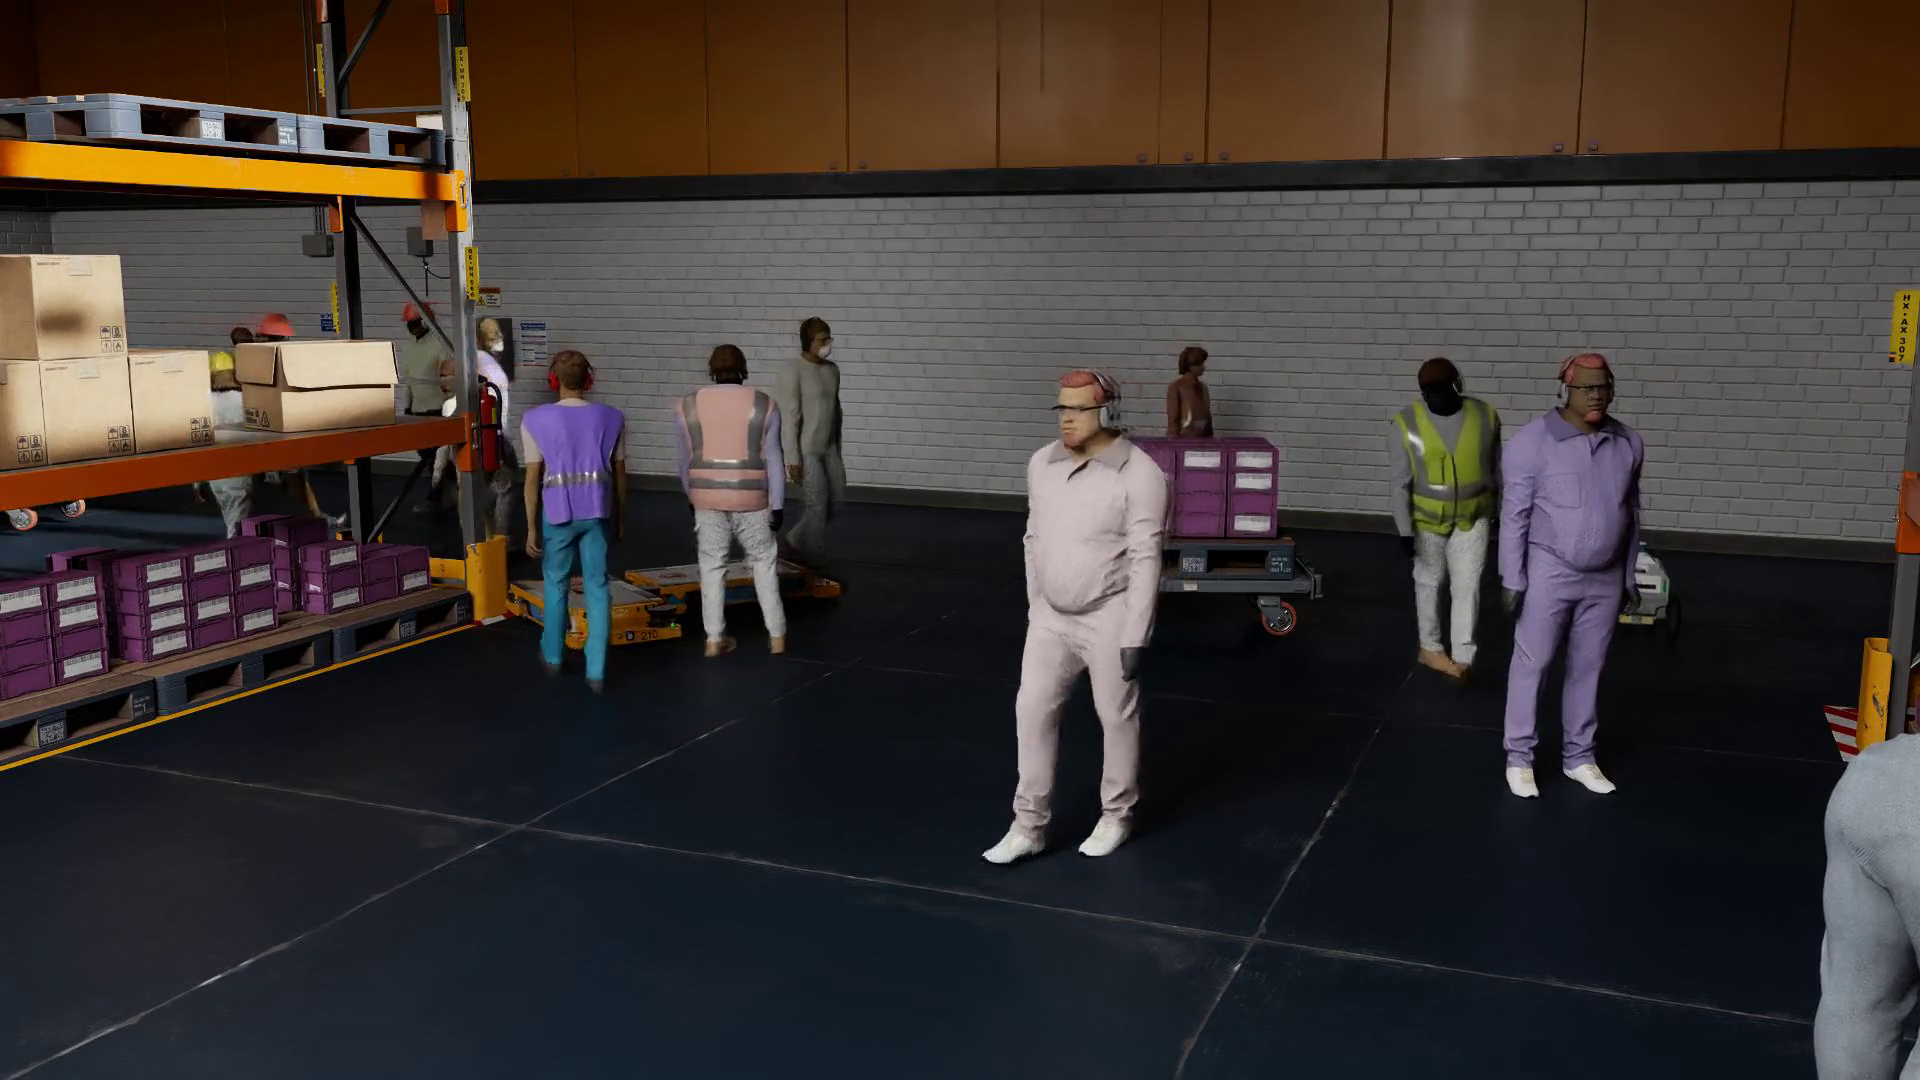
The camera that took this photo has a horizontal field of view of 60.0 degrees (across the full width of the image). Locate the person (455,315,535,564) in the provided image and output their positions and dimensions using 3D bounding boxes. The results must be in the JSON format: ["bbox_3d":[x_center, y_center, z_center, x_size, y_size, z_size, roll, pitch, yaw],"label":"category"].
[{"bbox_3d":[-3.491,-0.742,12.557,0.467,1.899,0.658,-5,11,-27],"label":"person"}]

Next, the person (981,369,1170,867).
[{"bbox_3d":[0.406,0.315,6.203,0.681,1.877,0.811,8,12,39],"label":"person"}]

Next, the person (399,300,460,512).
[{"bbox_3d":[-4.884,-1.261,15.525,0.667,1.969,0.693,6,11,32],"label":"person"}]

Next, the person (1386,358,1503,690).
[{"bbox_3d":[2.651,-0.091,9.001,0.691,1.777,0.936,1,9,7],"label":"person"}]

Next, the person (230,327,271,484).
[{"bbox_3d":[-7.358,-1.373,17.173,0.306,1.640,0.522,7,12,37],"label":"person"}]

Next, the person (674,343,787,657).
[{"bbox_3d":[-1.314,-0.221,9.638,0.635,1.829,0.499,0,9,0],"label":"person"}]

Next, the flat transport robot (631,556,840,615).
[{"bbox_3d":[-1.588,0.298,11.184,1.431,0.197,0.652,-6,11,-31],"label":"flat transport robot"}]

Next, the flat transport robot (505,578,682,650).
[{"bbox_3d":[-2.321,0.425,10.414,0.652,0.197,1.431,-6,11,-31],"label":"flat transport robot"}]

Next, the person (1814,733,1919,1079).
[{"bbox_3d":[1.513,0.931,2.310,0.629,1.940,0.373,8,12,40],"label":"person"}]

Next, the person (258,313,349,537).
[{"bbox_3d":[-5.492,-0.883,13.474,0.570,1.874,1.016,5,11,30],"label":"person"}]

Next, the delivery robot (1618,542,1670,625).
[{"bbox_3d":[4.193,0.253,10.319,0.477,0.478,0.707,3,10,18],"label":"delivery robot"}]

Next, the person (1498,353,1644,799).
[{"bbox_3d":[2.617,0.157,7.099,0.651,1.906,0.403,-2,10,-10],"label":"person"}]

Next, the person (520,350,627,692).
[{"bbox_3d":[-2.109,-0.118,9.044,0.577,1.812,0.836,-4,10,-25],"label":"person"}]

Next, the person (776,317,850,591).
[{"bbox_3d":[-1.063,-0.606,11.689,0.602,1.914,0.646,6,11,32],"label":"person"}]

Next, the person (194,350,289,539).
[{"bbox_3d":[-4.761,-0.400,11.068,0.513,1.702,0.808,2,10,11],"label":"person"}]

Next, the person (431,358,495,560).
[{"bbox_3d":[-3.584,-0.506,11.969,0.594,1.605,0.529,2,10,14],"label":"person"}]

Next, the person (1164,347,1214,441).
[{"bbox_3d":[1.785,-0.707,13.144,0.359,1.640,0.662,7,12,36],"label":"person"}]
